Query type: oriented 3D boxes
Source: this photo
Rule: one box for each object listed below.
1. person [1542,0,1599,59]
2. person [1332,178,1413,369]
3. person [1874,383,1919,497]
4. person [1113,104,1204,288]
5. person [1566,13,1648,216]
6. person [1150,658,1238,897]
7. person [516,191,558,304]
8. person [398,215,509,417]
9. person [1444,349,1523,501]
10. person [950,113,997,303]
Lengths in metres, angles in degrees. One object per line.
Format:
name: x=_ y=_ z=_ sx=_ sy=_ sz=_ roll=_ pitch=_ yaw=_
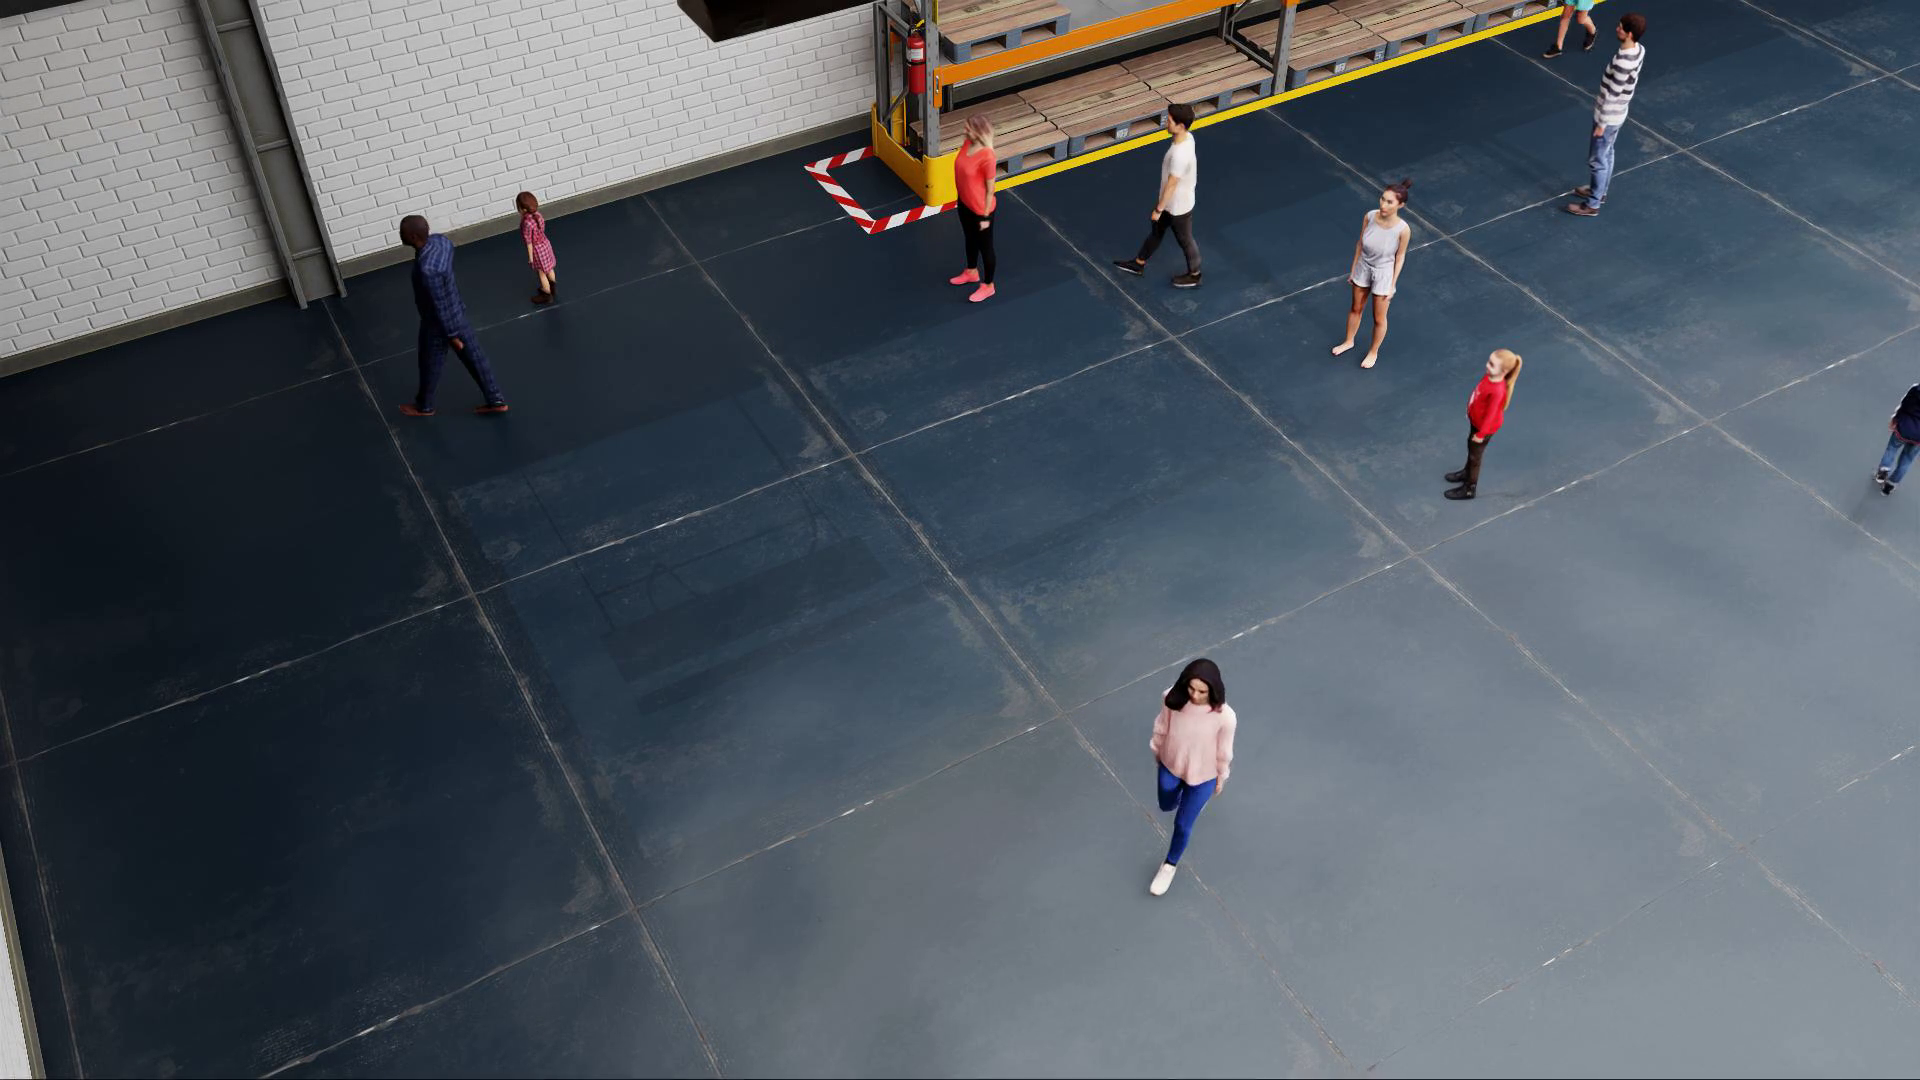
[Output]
person: x=6.380 y=-5.669 z=16.897 sx=0.830 sy=1.547 sz=0.550 roll=-23 pitch=48 yaw=-22
person: x=3.284 y=-2.103 z=13.113 sx=0.634 sy=1.604 sz=0.651 roll=31 pitch=52 yaw=29
person: x=6.908 y=-0.802 z=12.031 sx=0.613 sy=1.213 sz=0.631 roll=25 pitch=49 yaw=24
person: x=1.885 y=-2.818 z=13.802 sx=1.109 sy=1.688 sz=0.966 roll=2 pitch=44 yaw=2
person: x=5.753 y=-3.757 z=14.674 sx=0.782 sy=1.846 sz=0.658 roll=22 pitch=48 yaw=21
person: x=1.338 y=1.257 z=9.478 sx=0.933 sy=1.752 sz=1.121 roll=24 pitch=49 yaw=23
person: x=-3.534 y=-2.454 z=13.904 sx=0.551 sy=1.021 sz=0.497 roll=7 pitch=44 yaw=7
person: x=-3.783 y=-1.651 z=12.500 sx=1.175 sy=1.795 sz=1.021 roll=3 pitch=44 yaw=3
person: x=3.801 y=-0.865 z=12.047 sx=0.654 sy=1.281 sz=0.601 roll=3 pitch=44 yaw=4
person: x=0.150 y=-2.772 z=13.750 sx=0.514 sy=1.695 sz=0.580 roll=-21 pitch=48 yaw=-21
